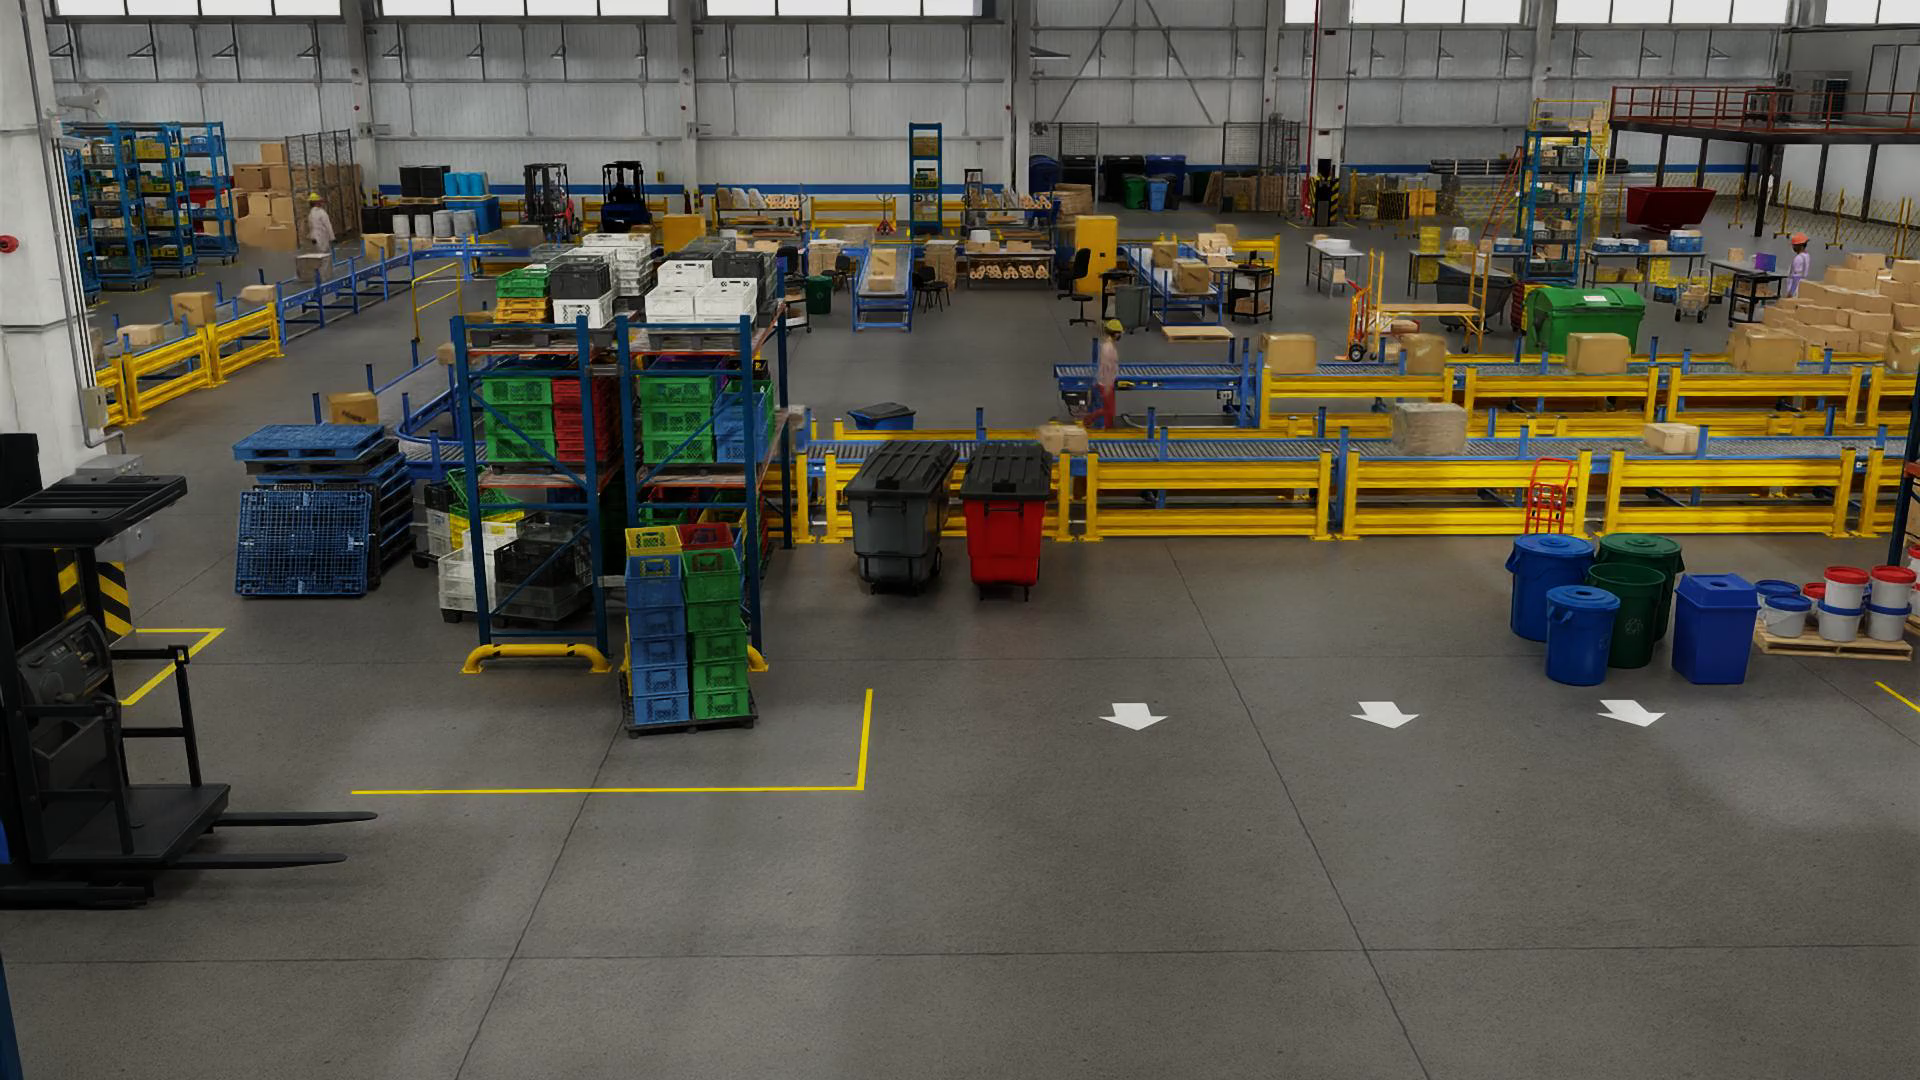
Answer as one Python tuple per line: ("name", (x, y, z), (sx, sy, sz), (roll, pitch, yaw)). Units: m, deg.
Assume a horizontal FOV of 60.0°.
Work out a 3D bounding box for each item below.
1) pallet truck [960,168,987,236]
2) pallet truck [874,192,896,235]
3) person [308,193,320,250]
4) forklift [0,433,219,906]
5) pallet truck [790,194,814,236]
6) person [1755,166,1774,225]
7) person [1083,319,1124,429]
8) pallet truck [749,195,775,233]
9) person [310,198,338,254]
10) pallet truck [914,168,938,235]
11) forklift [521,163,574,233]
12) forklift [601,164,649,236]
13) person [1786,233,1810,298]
("pallet truck", (0.383, -10.230, 50.206), (0.823, 1.965, 1.885), (-1, 16, -3))
("pallet truck", (-2.277, -9.986, 50.594), (0.653, 1.274, 1.630), (0, 16, -1))
("person", (-16.439, -7.940, 42.541), (0.404, 1.833, 0.590), (-2, 16, -7))
("forklift", (-5.952, 0.780, 10.366), (1.873, 2.768, 1.129), (0, 16, -1))
("pallet truck", (-4.814, -9.883, 50.259), (0.704, 1.261, 1.522), (-1, 16, -3))
("person", (25.746, -11.016, 53.158), (0.567, 1.879, 0.353), (-8, 18, -25))
("person", (1.925, -2.117, 22.472), (0.580, 1.747, 0.539), (4, 17, 14))
("pallet truck", (-6.051, -9.967, 50.660), (0.680, 1.201, 1.601), (0, 16, -1))
("person", (-15.378, -7.349, 40.429), (0.923, 1.869, 0.651), (-14, 21, -41))
("pallet truck", (-0.989, -10.316, 50.507), (0.823, 1.965, 1.885), (1, 16, 3))
("forklift", (-12.233, -10.122, 49.298), (1.157, 1.987, 2.680), (0, 16, -1))
("forklift", (-9.948, -10.127, 49.296), (1.157, 1.987, 2.680), (-1, 16, -3))
("person", (15.368, -4.618, 30.627), (0.378, 2.040, 0.607), (12, 20, 35))
